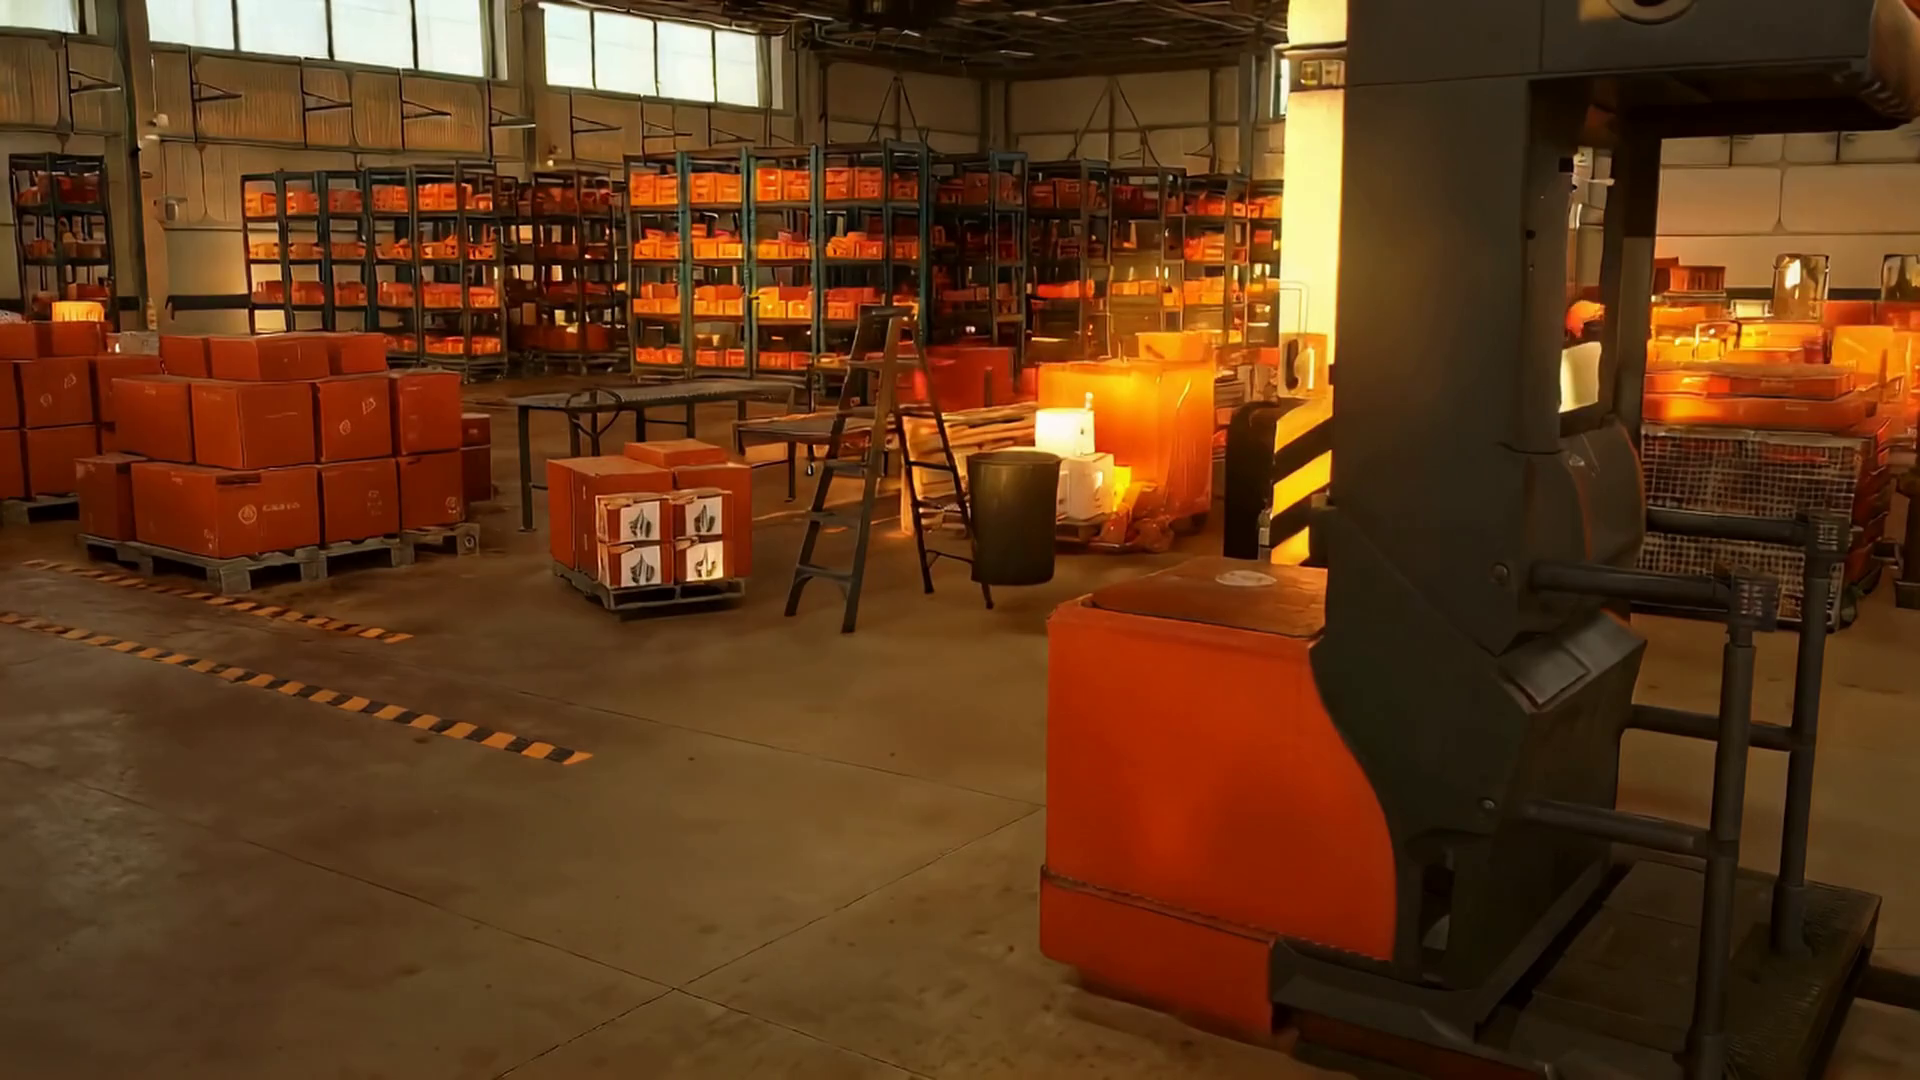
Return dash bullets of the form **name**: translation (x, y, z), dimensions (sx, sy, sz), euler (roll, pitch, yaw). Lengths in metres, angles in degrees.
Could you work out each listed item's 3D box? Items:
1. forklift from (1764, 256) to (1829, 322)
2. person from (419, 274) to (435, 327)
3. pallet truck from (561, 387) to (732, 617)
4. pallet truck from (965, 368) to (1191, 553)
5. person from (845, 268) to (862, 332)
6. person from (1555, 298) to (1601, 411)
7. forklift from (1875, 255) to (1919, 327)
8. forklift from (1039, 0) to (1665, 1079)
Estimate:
- **forklift**: translation (20.253, -5.854, 40.139), dimensions (1.157, 1.987, 2.680), euler (7, 12, 35)
- **person**: translation (-11.564, -4.894, 36.075), dimensions (0.359, 1.743, 0.563), euler (4, 10, 25)
- **pallet truck**: translation (-1.981, -0.274, 10.088), dimensions (0.680, 1.201, 1.601), euler (-5, 11, -28)
- **pallet truck**: translation (0.845, -0.609, 11.869), dimensions (1.630, 1.274, 0.653), euler (7, 12, 35)
- **person**: translation (-2.111, -4.609, 33.484), dimensions (0.391, 2.040, 0.615), euler (-1, 10, -8)
- **person**: translation (4.317, -0.762, 11.413), dimensions (0.615, 1.762, 0.967), euler (4, 11, 25)
- **forklift**: translation (22.089, -5.634, 38.796), dimensions (1.157, 1.987, 2.680), euler (6, 11, 33)
- **forklift**: translation (1.249, -0.137, 4.360), dimensions (1.873, 2.768, 1.129), euler (7, 12, 35)
